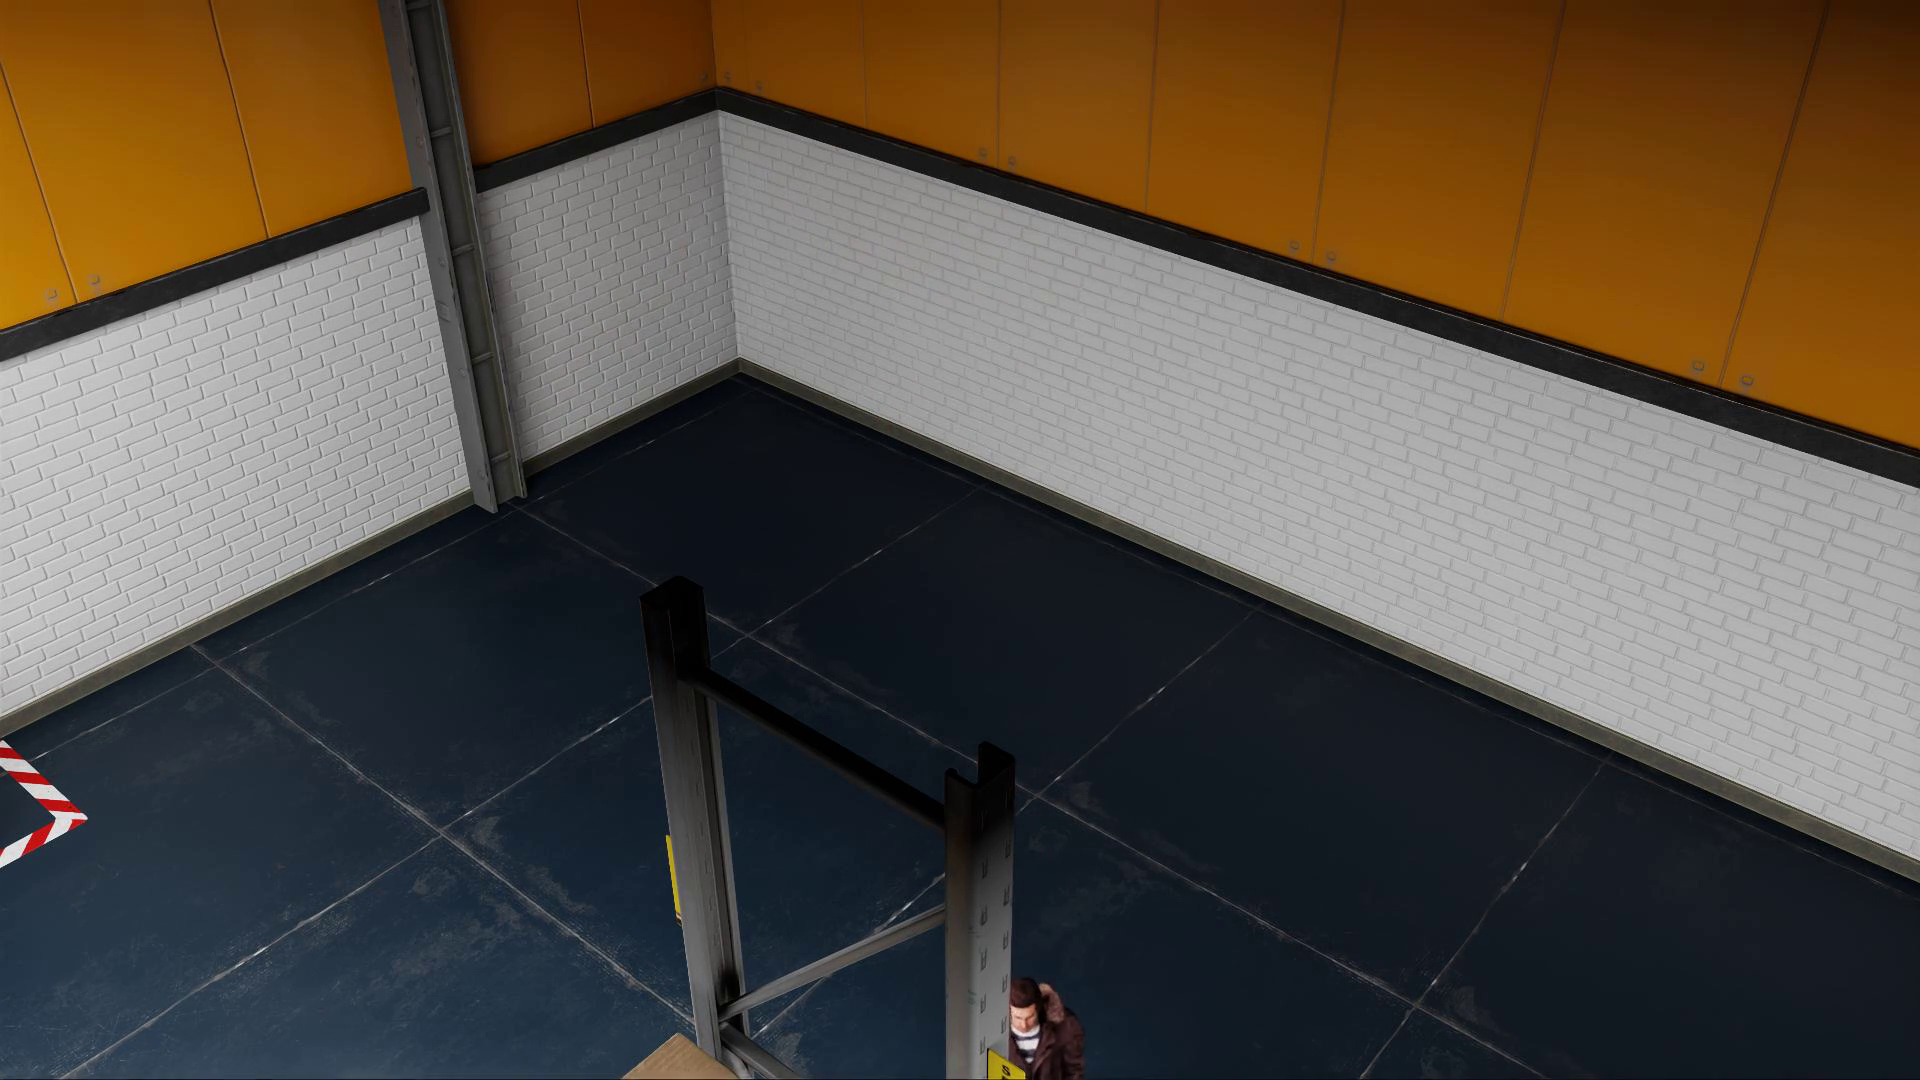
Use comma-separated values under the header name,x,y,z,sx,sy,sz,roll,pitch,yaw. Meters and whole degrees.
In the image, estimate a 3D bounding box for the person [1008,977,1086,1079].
name,x,y,z,sx,sy,sz,roll,pitch,yaw
person,0.353,2.904,8.771,1.079,1.828,1.136,-3,34,-4
